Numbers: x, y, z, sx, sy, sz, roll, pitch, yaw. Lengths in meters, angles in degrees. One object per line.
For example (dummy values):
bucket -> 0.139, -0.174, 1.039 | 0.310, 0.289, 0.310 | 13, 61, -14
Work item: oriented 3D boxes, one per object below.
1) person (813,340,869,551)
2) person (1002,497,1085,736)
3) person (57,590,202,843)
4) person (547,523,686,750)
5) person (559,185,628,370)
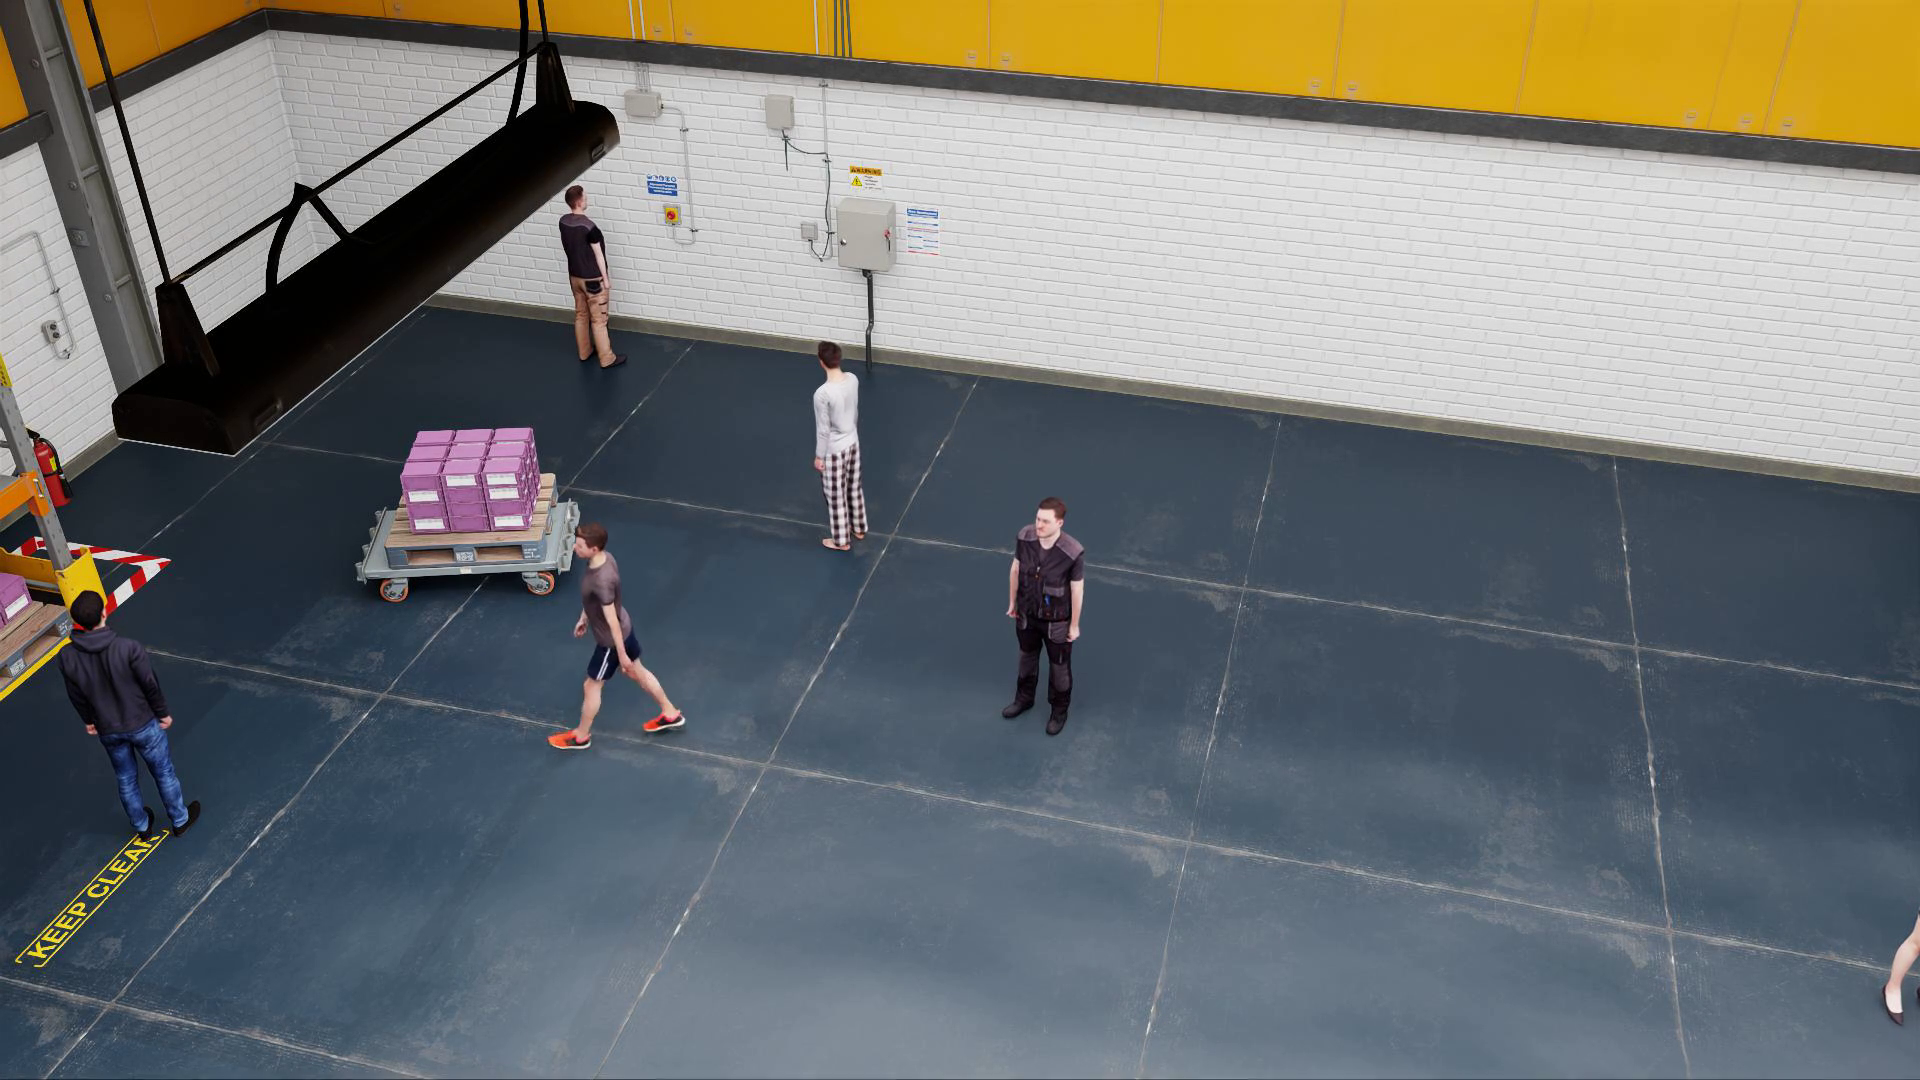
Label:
person -> -0.974, -0.760, 13.430 | 0.759, 1.846, 0.623 | 23, 40, 31
person -> 0.592, 0.501, 11.535 | 0.786, 1.845, 0.710 | 20, 38, 27
person -> -5.289, 1.137, 10.534 | 0.758, 1.894, 0.730 | -6, 34, -9
person -> -2.286, 0.652, 11.345 | 1.050, 1.803, 1.212 | -6, 34, -8
person -> -3.628, -2.566, 16.151 | 0.758, 1.842, 0.724 | 22, 39, 29
